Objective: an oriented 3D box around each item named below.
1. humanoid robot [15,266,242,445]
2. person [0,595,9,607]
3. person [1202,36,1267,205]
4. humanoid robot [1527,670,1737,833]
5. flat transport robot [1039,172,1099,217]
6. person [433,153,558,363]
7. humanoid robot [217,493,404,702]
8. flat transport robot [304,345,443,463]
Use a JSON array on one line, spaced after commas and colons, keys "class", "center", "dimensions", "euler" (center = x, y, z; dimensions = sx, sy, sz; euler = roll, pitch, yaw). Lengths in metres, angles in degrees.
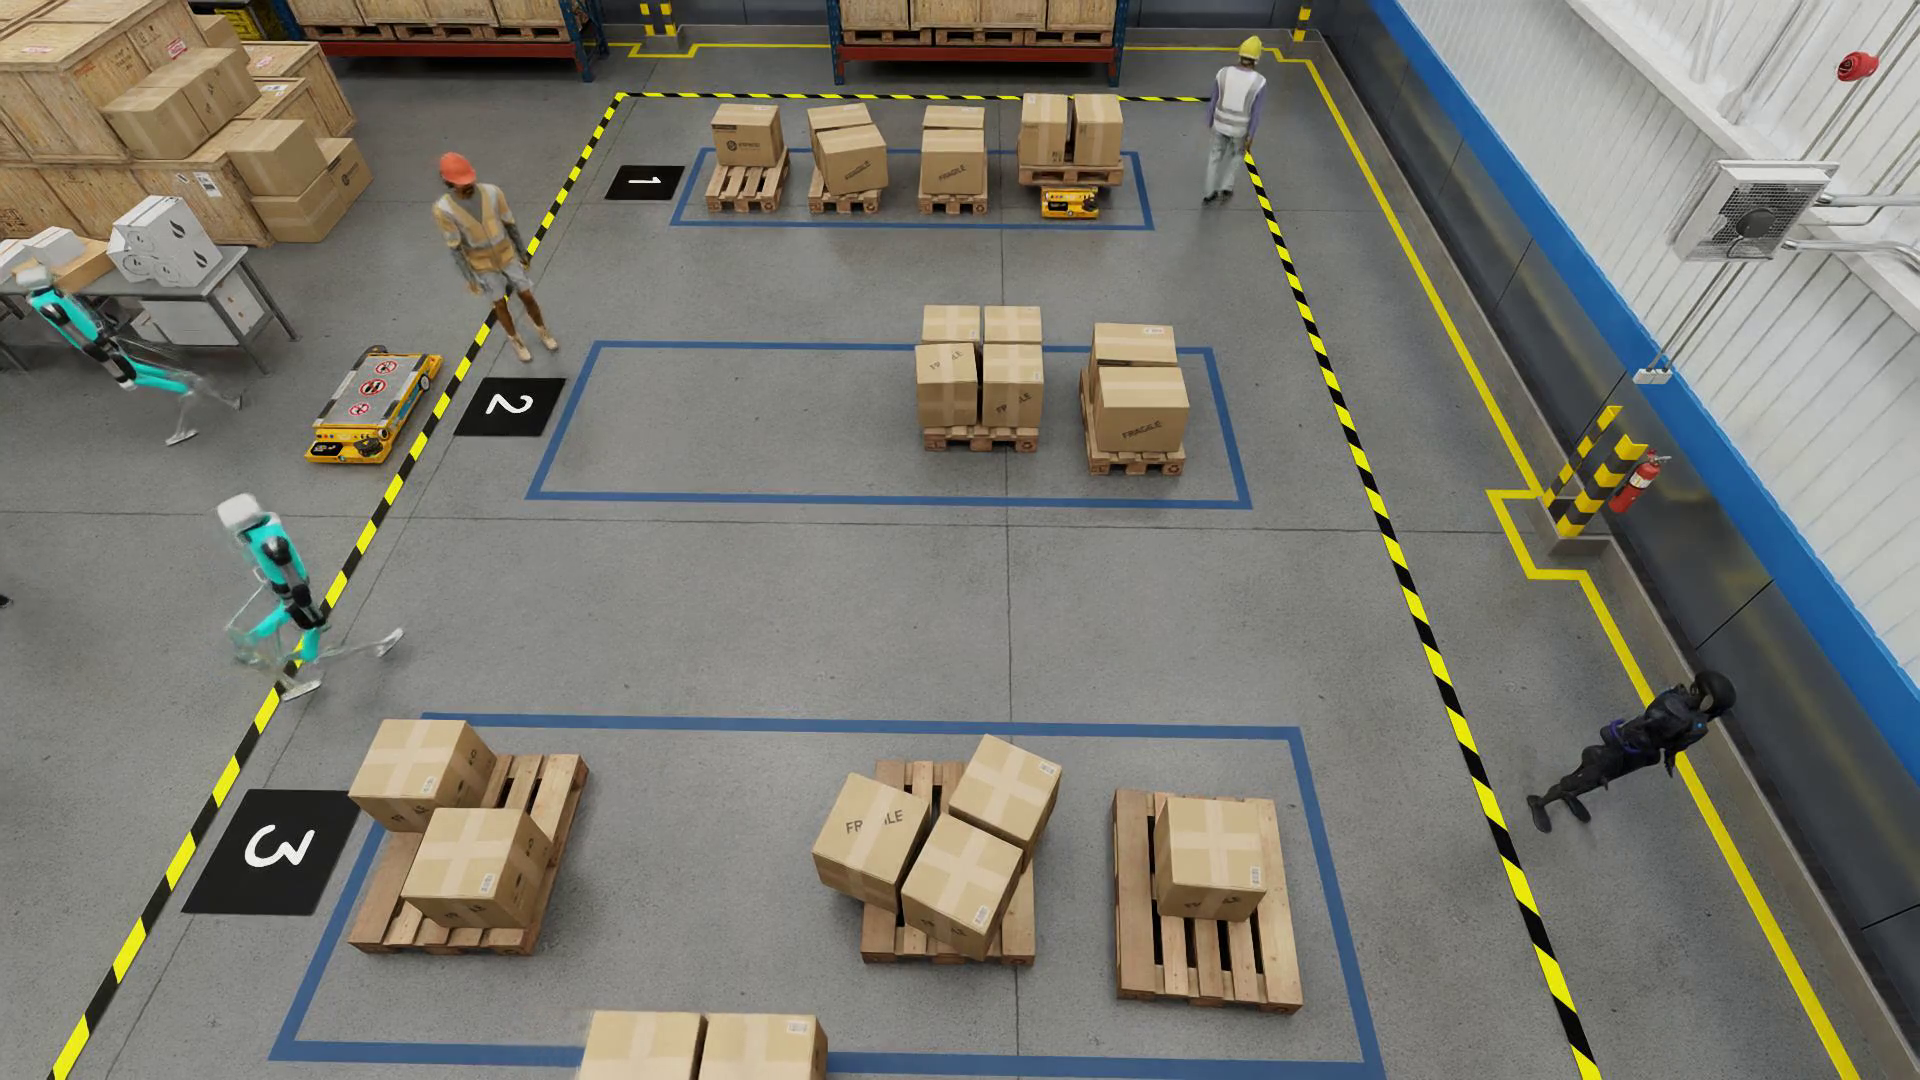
[{"class": "humanoid robot", "center": [-6.865, -1.591, 7.790], "dimensions": [0.865, 1.839, 0.553], "euler": [-35, 58, -26]}, {"class": "person", "center": [-7.829, -0.174, 6.476], "dimensions": [1.029, 1.850, 0.581], "euler": [5, 50, 4]}, {"class": "person", "center": [3.075, -4.685, 10.319], "dimensions": [0.606, 1.813, 0.529], "euler": [24, 54, 19]}, {"class": "humanoid robot", "center": [3.949, 1.251, 5.376], "dimensions": [0.599, 1.657, 0.315], "euler": [-8, 50, -7]}, {"class": "flat transport robot", "center": [1.292, -4.351, 11.031], "dimensions": [0.652, 0.197, 1.431], "euler": [1, 50, 1]}, {"class": "person", "center": [-4.252, -2.533, 8.358], "dimensions": [0.626, 2.034, 0.420], "euler": [-33, 57, -25]}, {"class": "humanoid robot", "center": [-4.506, 0.499, 5.998], "dimensions": [0.531, 1.725, 1.057], "euler": [36, 58, 26]}, {"class": "flat transport robot", "center": [-5.383, -1.269, 8.441], "dimensions": [0.659, 0.231, 1.431], "euler": [1, 50, 1]}]
